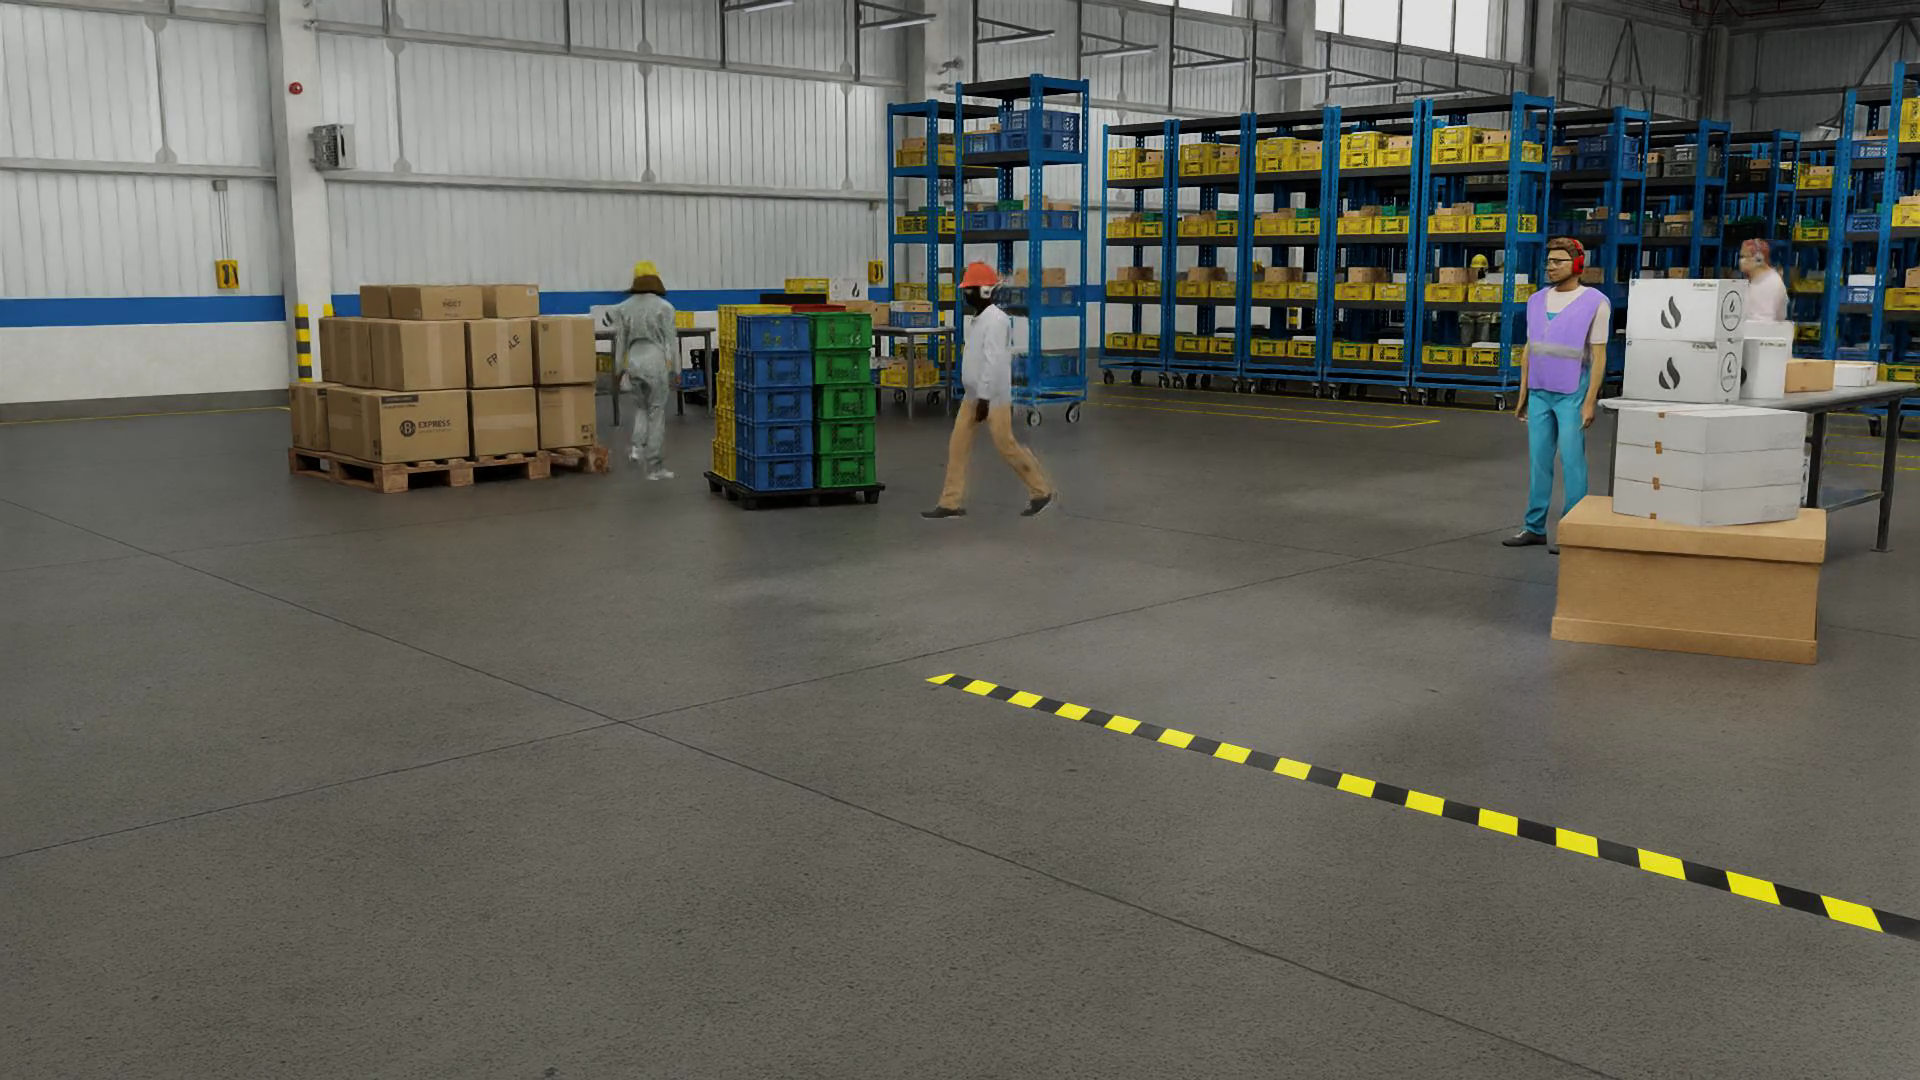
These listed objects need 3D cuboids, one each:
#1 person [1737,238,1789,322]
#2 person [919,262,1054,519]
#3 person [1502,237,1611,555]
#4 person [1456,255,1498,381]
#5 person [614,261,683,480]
[{"bbox_3d":[6.183,-1.404,13.039,0.587,1.887,0.661,2,10,10],"label":"person"},{"bbox_3d":[0.212,-0.985,11.043,0.882,1.713,0.562,-4,10,-23],"label":"person"},{"bbox_3d":[3.539,-0.846,9.798,0.386,1.846,0.567,-6,11,-31],"label":"person"},{"bbox_3d":[7.377,-3.155,23.761,0.588,1.822,0.403,5,10,25],"label":"person"},{"bbox_3d":[-2.451,-1.338,13.139,0.570,1.712,0.428,3,10,18],"label":"person"}]
